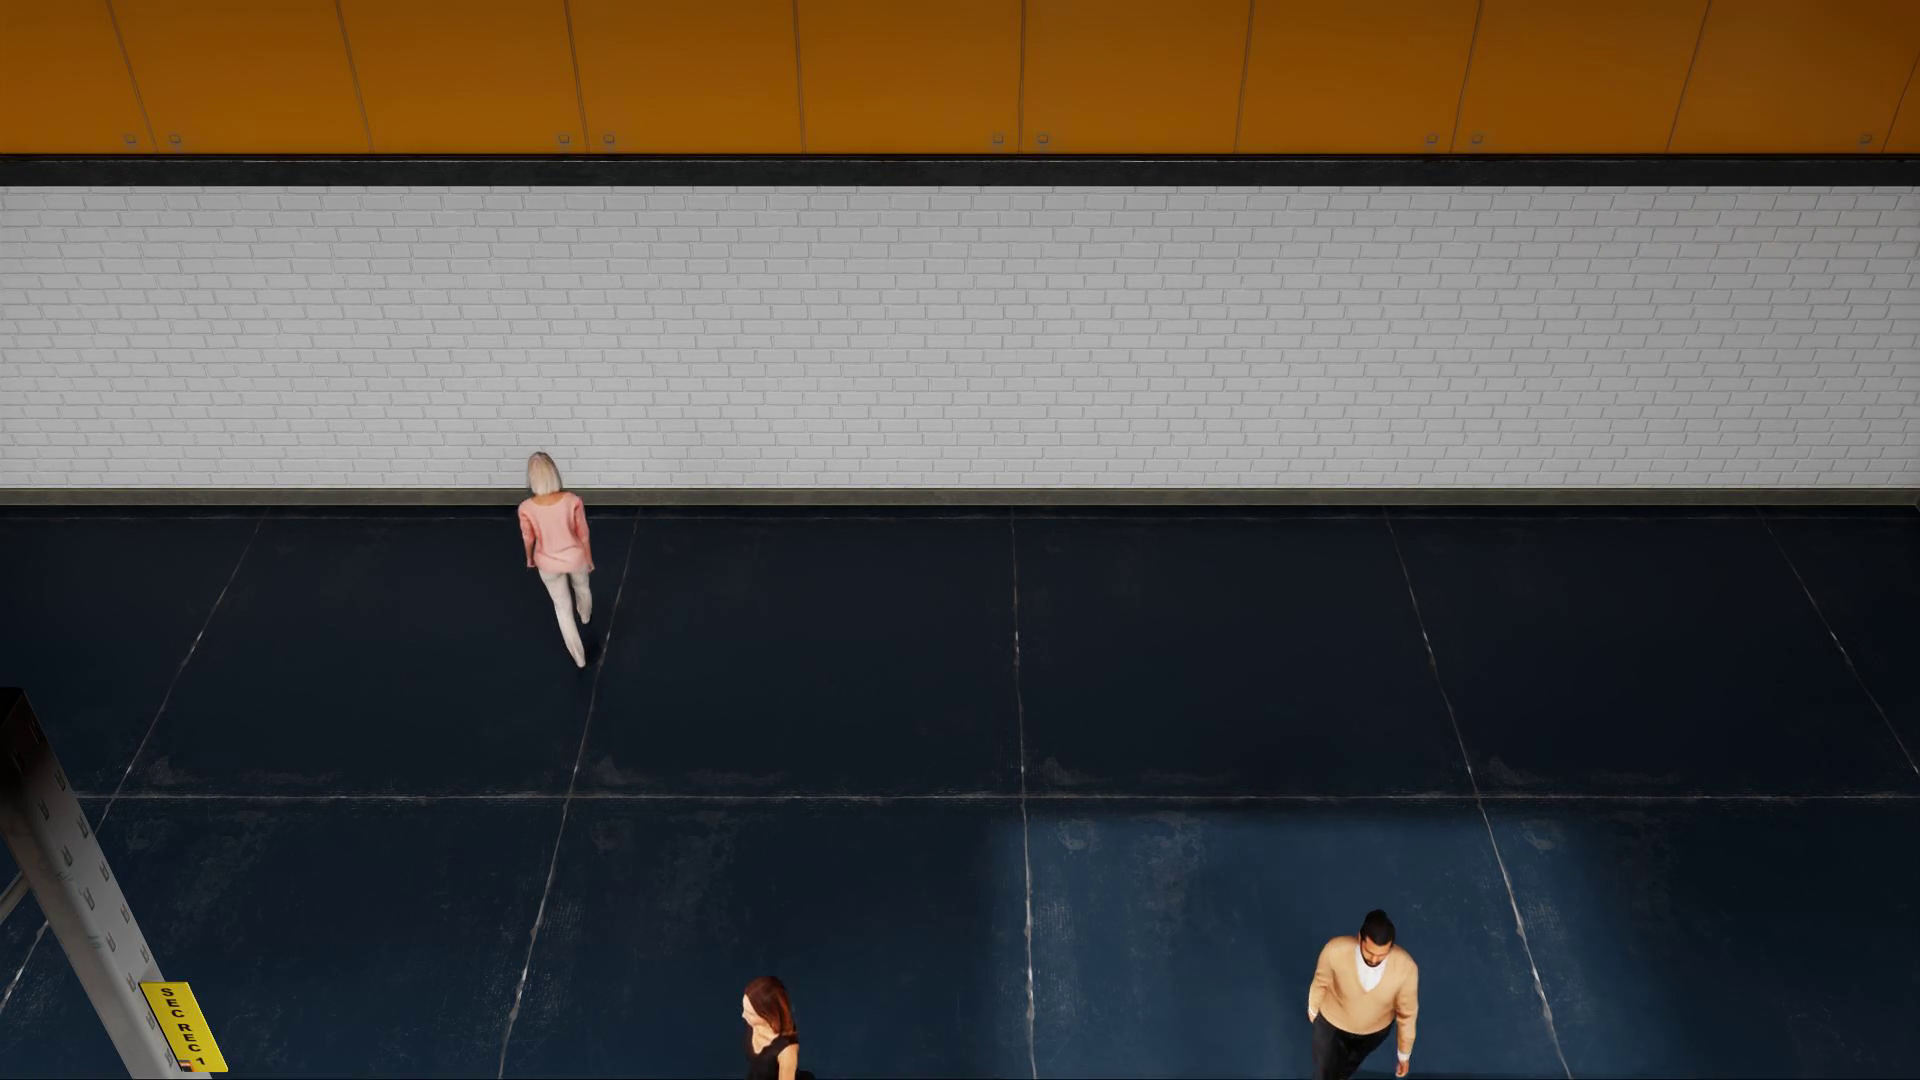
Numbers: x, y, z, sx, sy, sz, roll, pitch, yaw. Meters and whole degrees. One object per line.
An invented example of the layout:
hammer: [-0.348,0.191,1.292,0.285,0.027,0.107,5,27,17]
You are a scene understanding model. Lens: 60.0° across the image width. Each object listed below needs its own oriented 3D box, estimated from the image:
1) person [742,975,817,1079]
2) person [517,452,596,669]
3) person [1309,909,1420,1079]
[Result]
person: [-0.796,2.740,8.221,1.118,1.787,1.108,-28,47,-31]
person: [-2.753,0.179,11.499,0.788,1.698,1.012,-10,40,-12]
person: [2.053,2.435,8.657,0.782,1.720,1.079,3,39,4]
